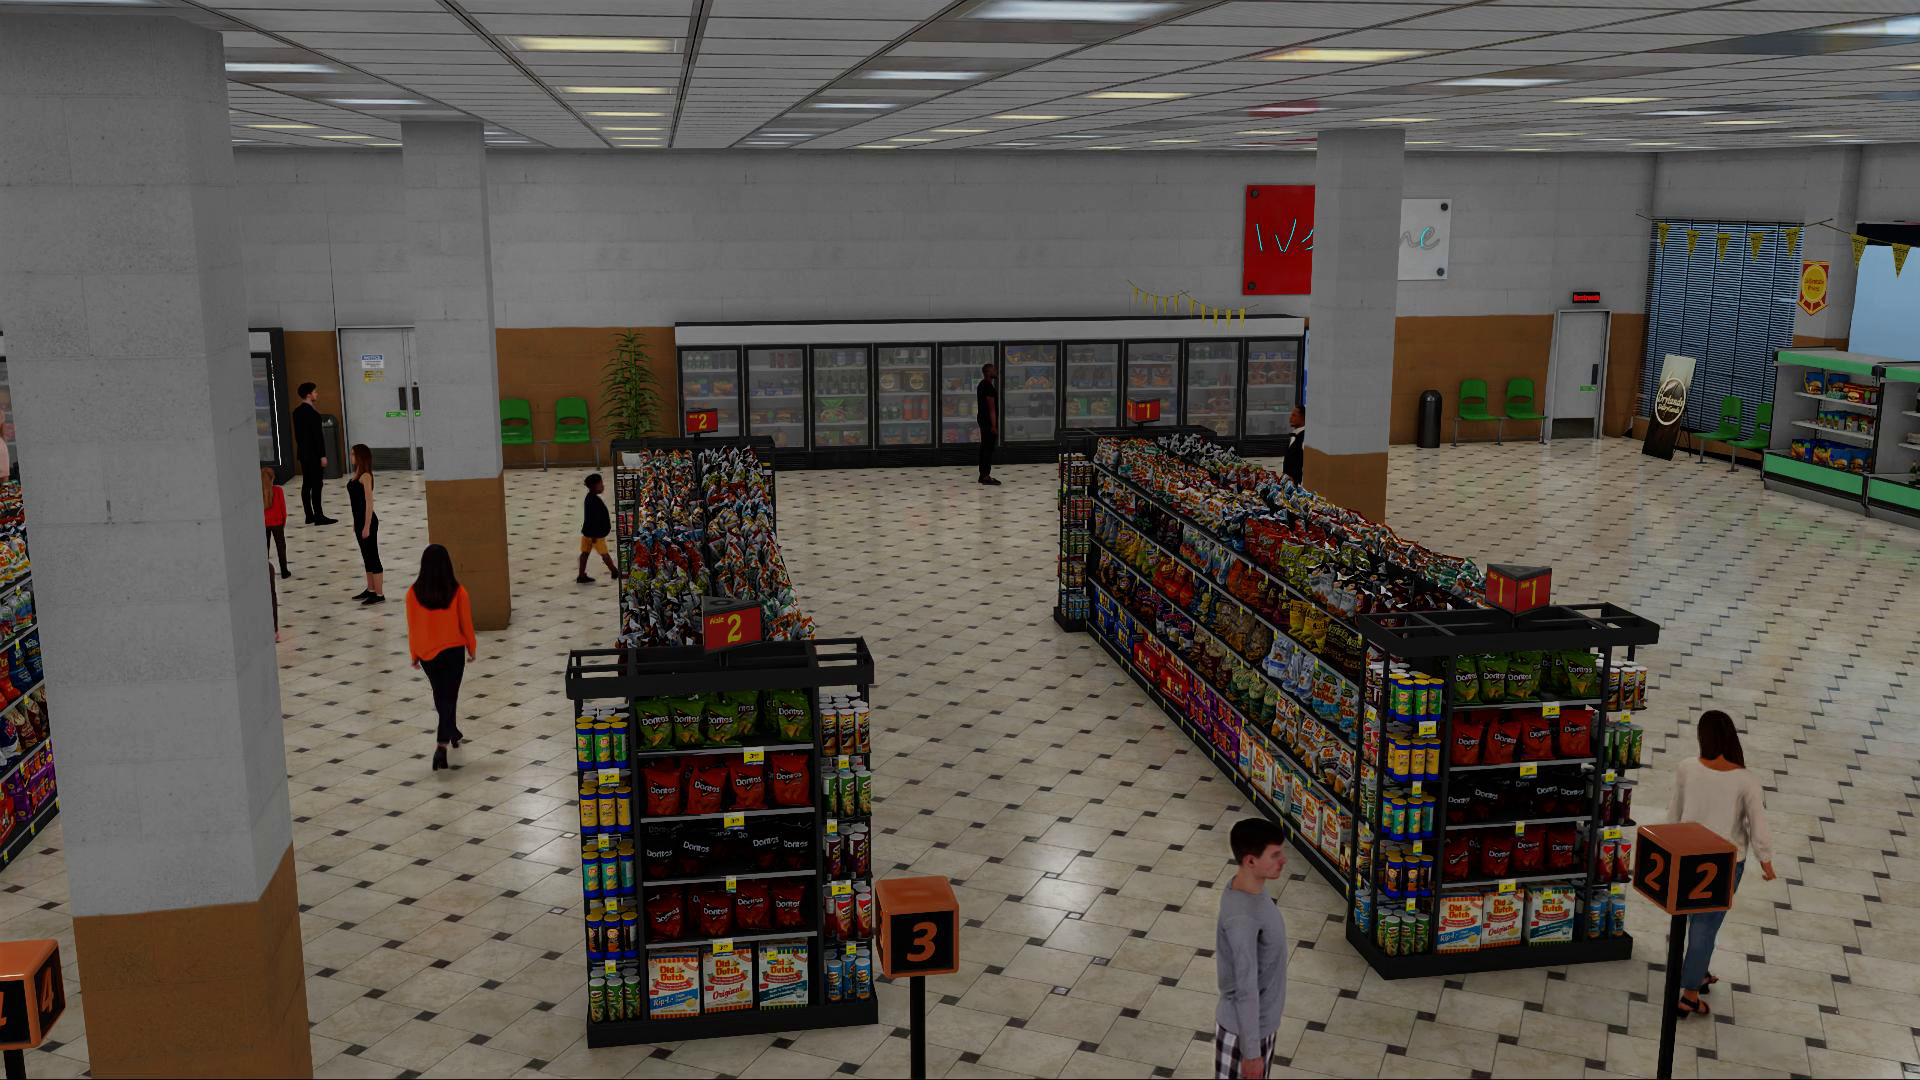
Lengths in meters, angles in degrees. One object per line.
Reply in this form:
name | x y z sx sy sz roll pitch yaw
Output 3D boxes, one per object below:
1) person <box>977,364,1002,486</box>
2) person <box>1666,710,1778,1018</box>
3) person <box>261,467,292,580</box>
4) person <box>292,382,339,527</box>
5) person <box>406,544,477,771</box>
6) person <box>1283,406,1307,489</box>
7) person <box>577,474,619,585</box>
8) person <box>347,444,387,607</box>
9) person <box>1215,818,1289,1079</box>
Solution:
person | 0.419 -1.755 25.086 0.731 1.819 0.498 -3 12 -13
person | 3.926 1.745 8.854 0.878 1.656 0.831 -8 14 -34
person | -7.873 -0.198 18.999 0.478 1.280 0.469 -2 12 -10
person | -8.591 -1.145 22.013 0.774 1.891 0.844 9 15 37
person | -3.954 0.923 12.649 0.740 1.702 1.145 0 12 -2
person | 3.960 -0.616 19.433 0.743 1.919 0.513 -3 12 -12
person | -4.173 -0.104 18.641 0.796 1.243 0.840 -9 15 -37
person | -6.362 -0.179 17.822 0.693 1.726 0.568 -8 15 -35
person | 1.203 2.040 6.994 0.760 1.847 0.611 3 12 13
